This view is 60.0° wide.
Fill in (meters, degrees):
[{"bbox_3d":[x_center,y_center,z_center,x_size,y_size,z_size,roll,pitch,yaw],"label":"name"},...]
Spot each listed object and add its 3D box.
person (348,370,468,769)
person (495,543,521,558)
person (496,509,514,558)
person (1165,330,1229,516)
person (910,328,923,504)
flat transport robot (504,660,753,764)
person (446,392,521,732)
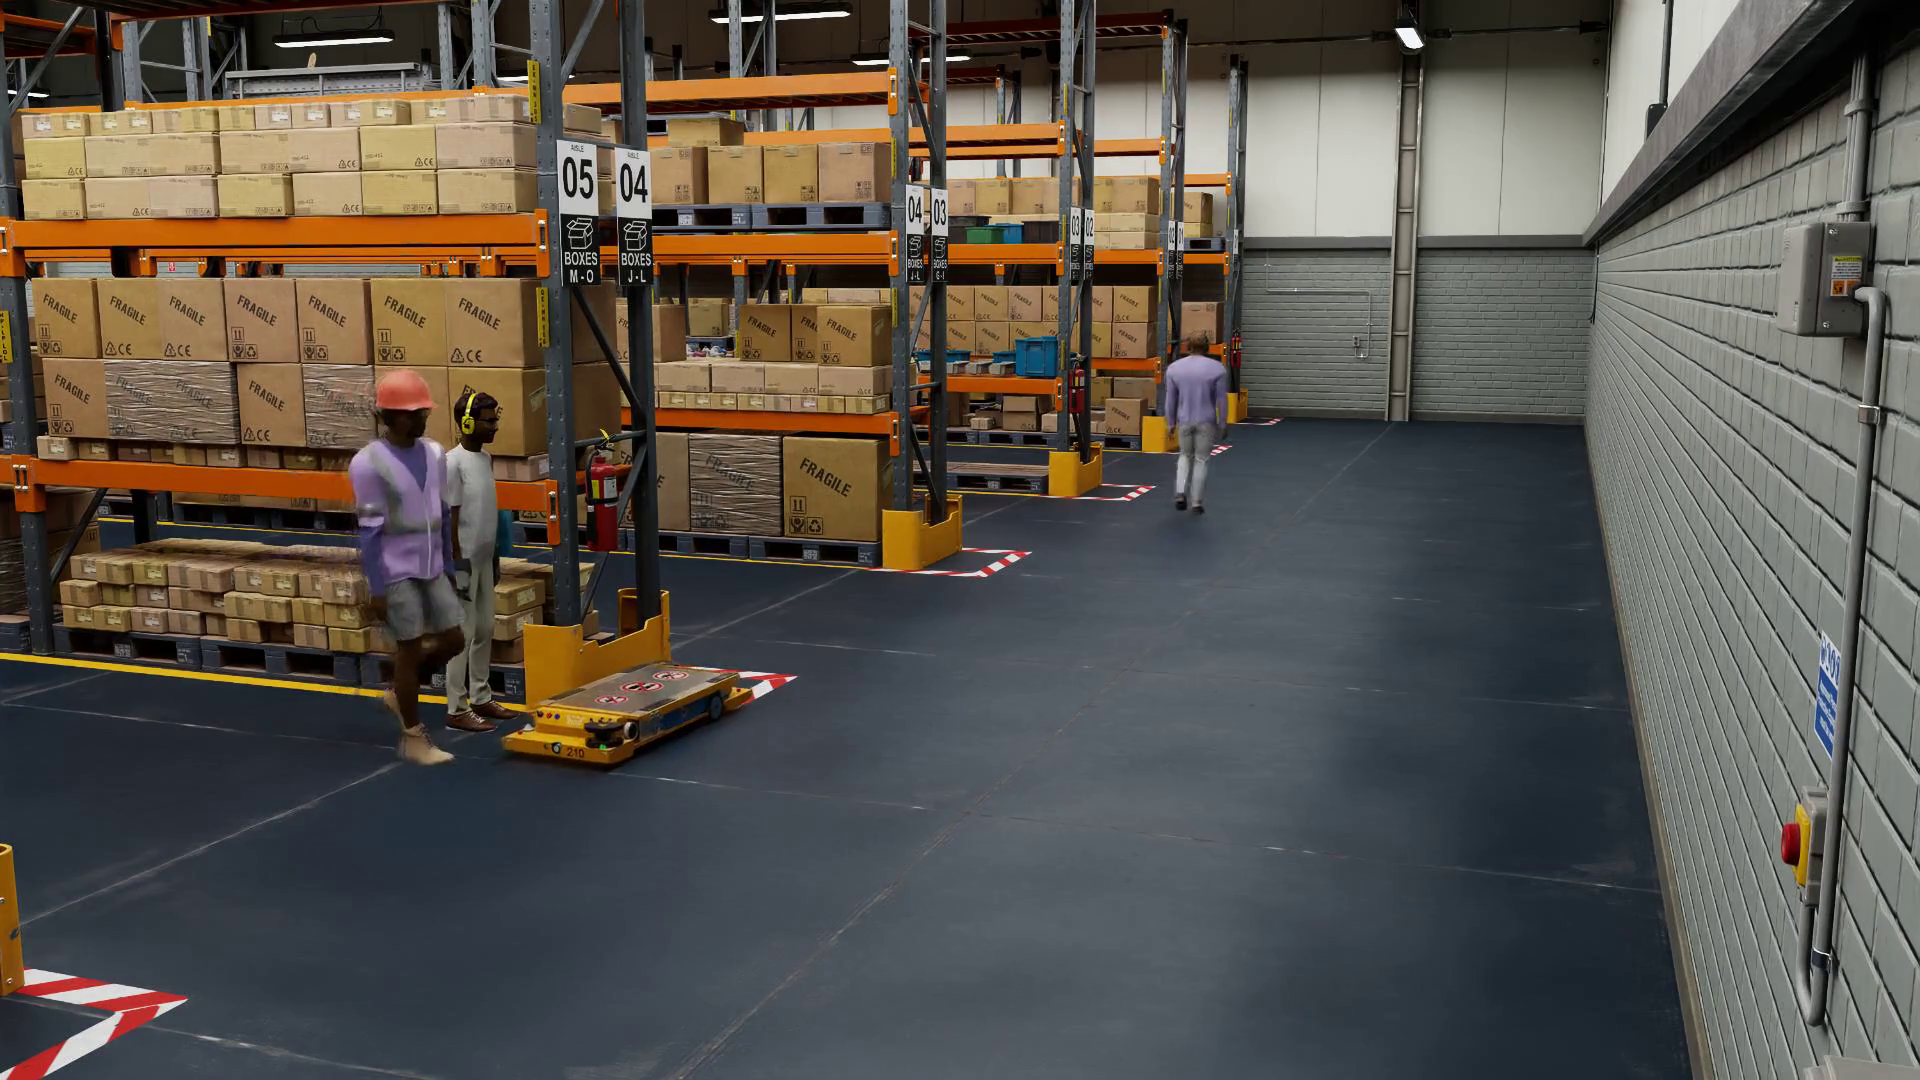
[{"bbox_3d":[-2.812,0.147,8.443,0.512,2.029,0.612,5,10,27],"label":"person"},{"bbox_3d":[-4.099,-0.636,13.828,0.903,1.864,0.659,-2,9,-11],"label":"person"},{"bbox_3d":[-3.766,-0.482,13.035,0.734,1.826,0.572,7,11,37],"label":"person"},{"bbox_3d":[2.469,-1.209,17.240,0.634,1.924,0.439,4,10,23],"label":"person"},{"bbox_3d":[-0.608,-1.363,18.149,0.372,1.940,0.631,2,9,12],"label":"person"},{"bbox_3d":[-1.779,0.916,9.113,0.652,0.197,1.431,4,10,23],"label":"flat transport robot"},{"bbox_3d":[-2.666,0.120,9.150,0.325,1.860,0.515,2,9,11],"label":"person"}]
